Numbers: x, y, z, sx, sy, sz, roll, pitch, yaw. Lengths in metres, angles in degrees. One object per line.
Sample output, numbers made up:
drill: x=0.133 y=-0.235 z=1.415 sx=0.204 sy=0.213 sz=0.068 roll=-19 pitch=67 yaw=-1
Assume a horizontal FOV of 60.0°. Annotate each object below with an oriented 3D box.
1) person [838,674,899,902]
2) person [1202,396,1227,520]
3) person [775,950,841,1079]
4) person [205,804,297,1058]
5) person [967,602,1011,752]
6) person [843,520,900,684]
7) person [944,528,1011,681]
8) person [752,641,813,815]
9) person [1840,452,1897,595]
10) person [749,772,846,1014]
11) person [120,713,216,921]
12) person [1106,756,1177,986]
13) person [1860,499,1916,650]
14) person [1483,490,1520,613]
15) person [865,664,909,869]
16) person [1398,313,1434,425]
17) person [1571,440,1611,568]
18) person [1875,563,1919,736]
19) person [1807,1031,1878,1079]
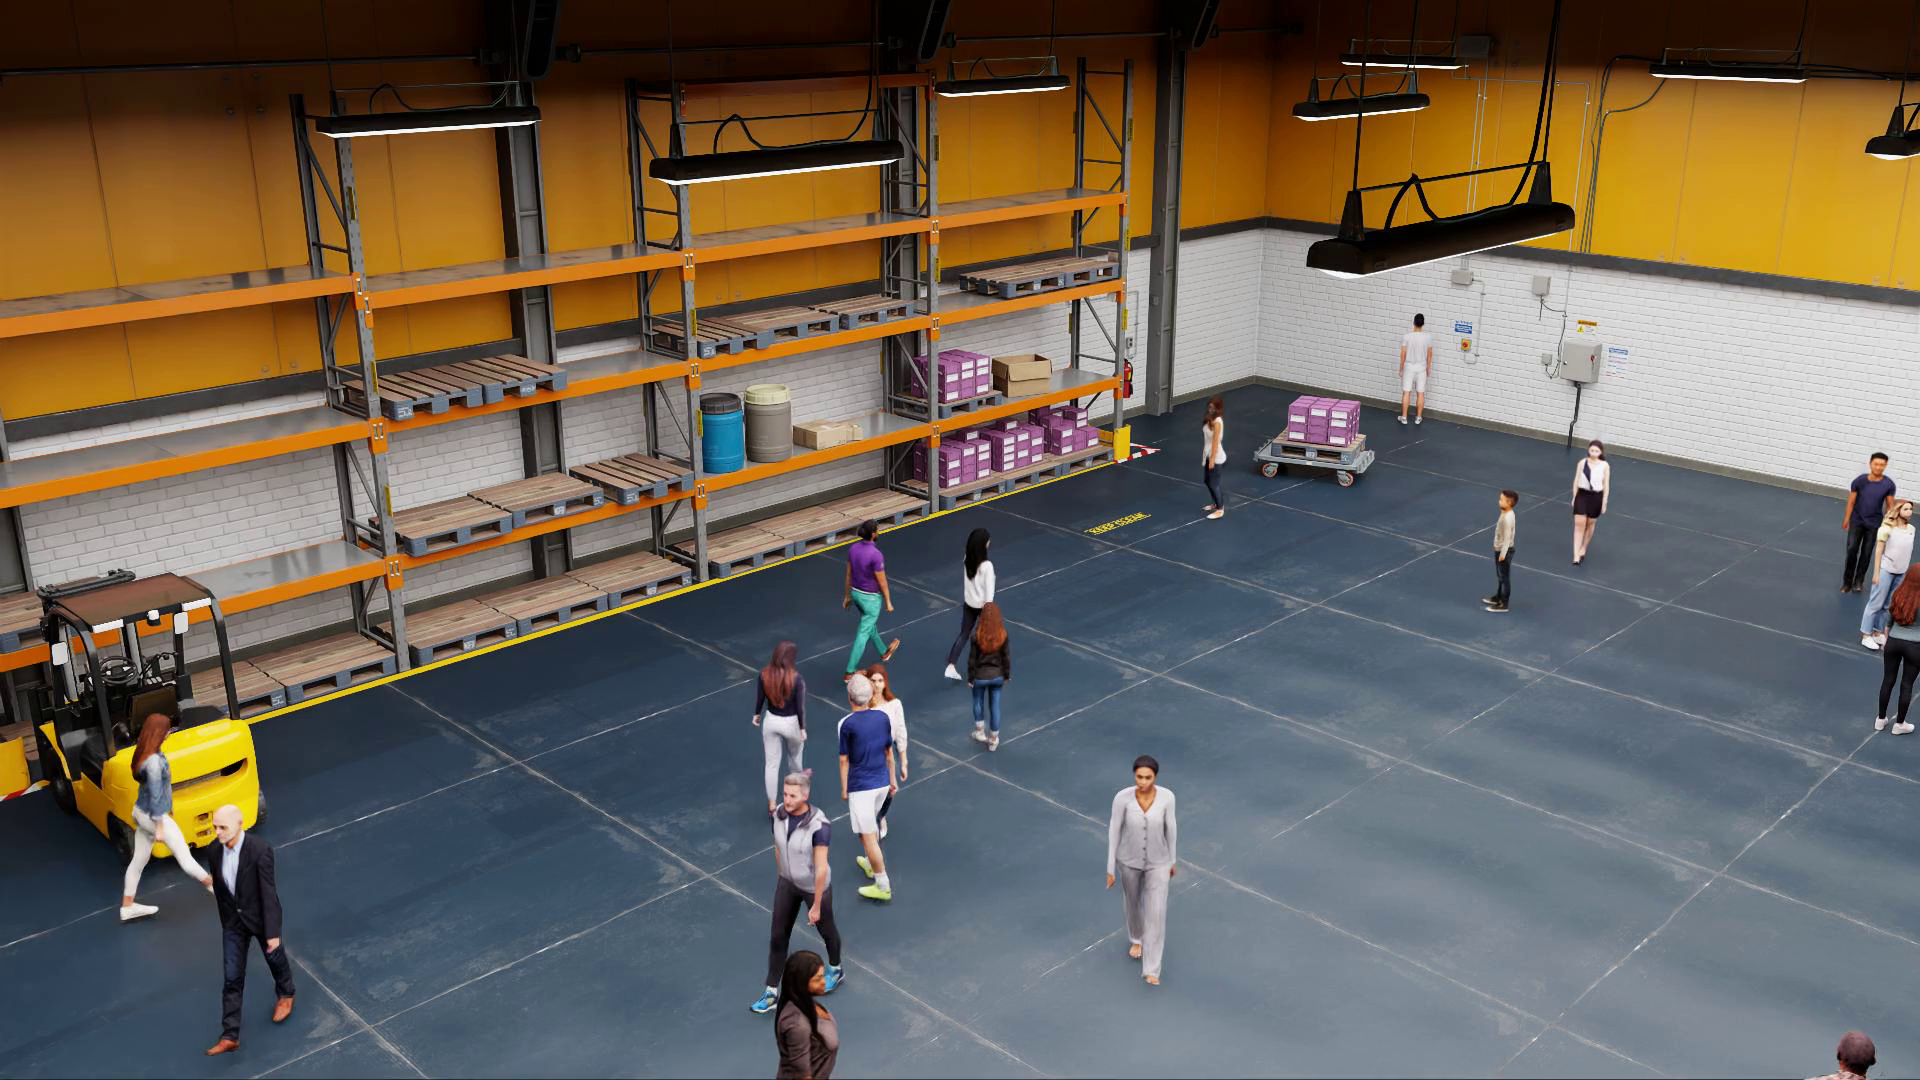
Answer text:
person: x=-0.705 y=2.018 z=13.404 sx=0.842 sy=1.784 sz=0.726 roll=-17 pitch=25 yaw=-40
person: x=3.533 y=-1.129 z=22.806 sx=0.830 sy=1.748 sz=0.807 roll=2 pitch=19 yaw=5
person: x=-0.923 y=3.226 z=9.729 sx=0.783 sy=1.840 sz=0.748 roll=-3 pitch=19 yaw=-8
person: x=-4.910 y=2.626 z=11.643 sx=1.130 sy=1.756 sz=1.241 roll=2 pitch=19 yaw=5
person: x=0.285 y=1.328 z=15.948 sx=0.690 sy=1.468 sz=0.765 roll=-3 pitch=19 yaw=-9
person: x=-1.052 y=0.673 z=17.489 sx=0.631 sy=1.726 sz=1.102 roll=17 pitch=25 yaw=41
person: x=0.119 y=0.704 z=17.491 sx=1.070 sy=1.666 sz=0.612 roll=-17 pitch=25 yaw=-41
person: x=-1.572 y=1.699 z=14.706 sx=1.010 sy=1.558 sz=1.155 roll=4 pitch=19 yaw=12
person: x=10.960 y=-0.229 z=20.096 sx=0.785 sy=1.773 sz=0.876 roll=10 pitch=21 yaw=28
person: x=-1.054 y=2.482 z=12.021 sx=0.881 sy=1.787 sz=1.155 roll=10 pitch=21 yaw=28
person: x=-6.417 y=2.224 z=13.031 sx=1.140 sy=1.633 sz=0.723 roll=-13 pitch=23 yaw=-34
person: x=1.372 y=2.375 z=12.473 sx=1.044 sy=1.703 sz=1.158 roll=2 pitch=19 yaw=6
person: x=10.288 y=0.361 z=18.420 sx=0.639 sy=1.722 sz=0.767 roll=-6 pitch=20 yaw=-17
person: x=6.404 y=0.117 z=19.553 sx=0.693 sy=1.463 sz=0.596 roll=4 pitch=19 yaw=11
person: x=-0.670 y=1.832 z=14.087 sx=1.076 sy=1.700 sz=1.030 roll=-3 pitch=19 yaw=-10
person: x=7.606 y=-2.866 z=27.794 sx=0.760 sy=1.856 sz=0.806 roll=1 pitch=19 yaw=3
person: x=7.993 y=-0.485 z=21.105 sx=0.836 sy=1.614 sz=1.097 roll=8 pitch=20 yaw=22
person: x=9.272 y=1.058 z=16.320 sx=0.554 sy=1.743 sz=0.608 roll=-14 pitch=23 yaw=-37
person: x=4.704 y=3.517 z=8.942 sx=0.836 sy=1.790 sz=0.845 roll=4 pitch=19 yaw=11
